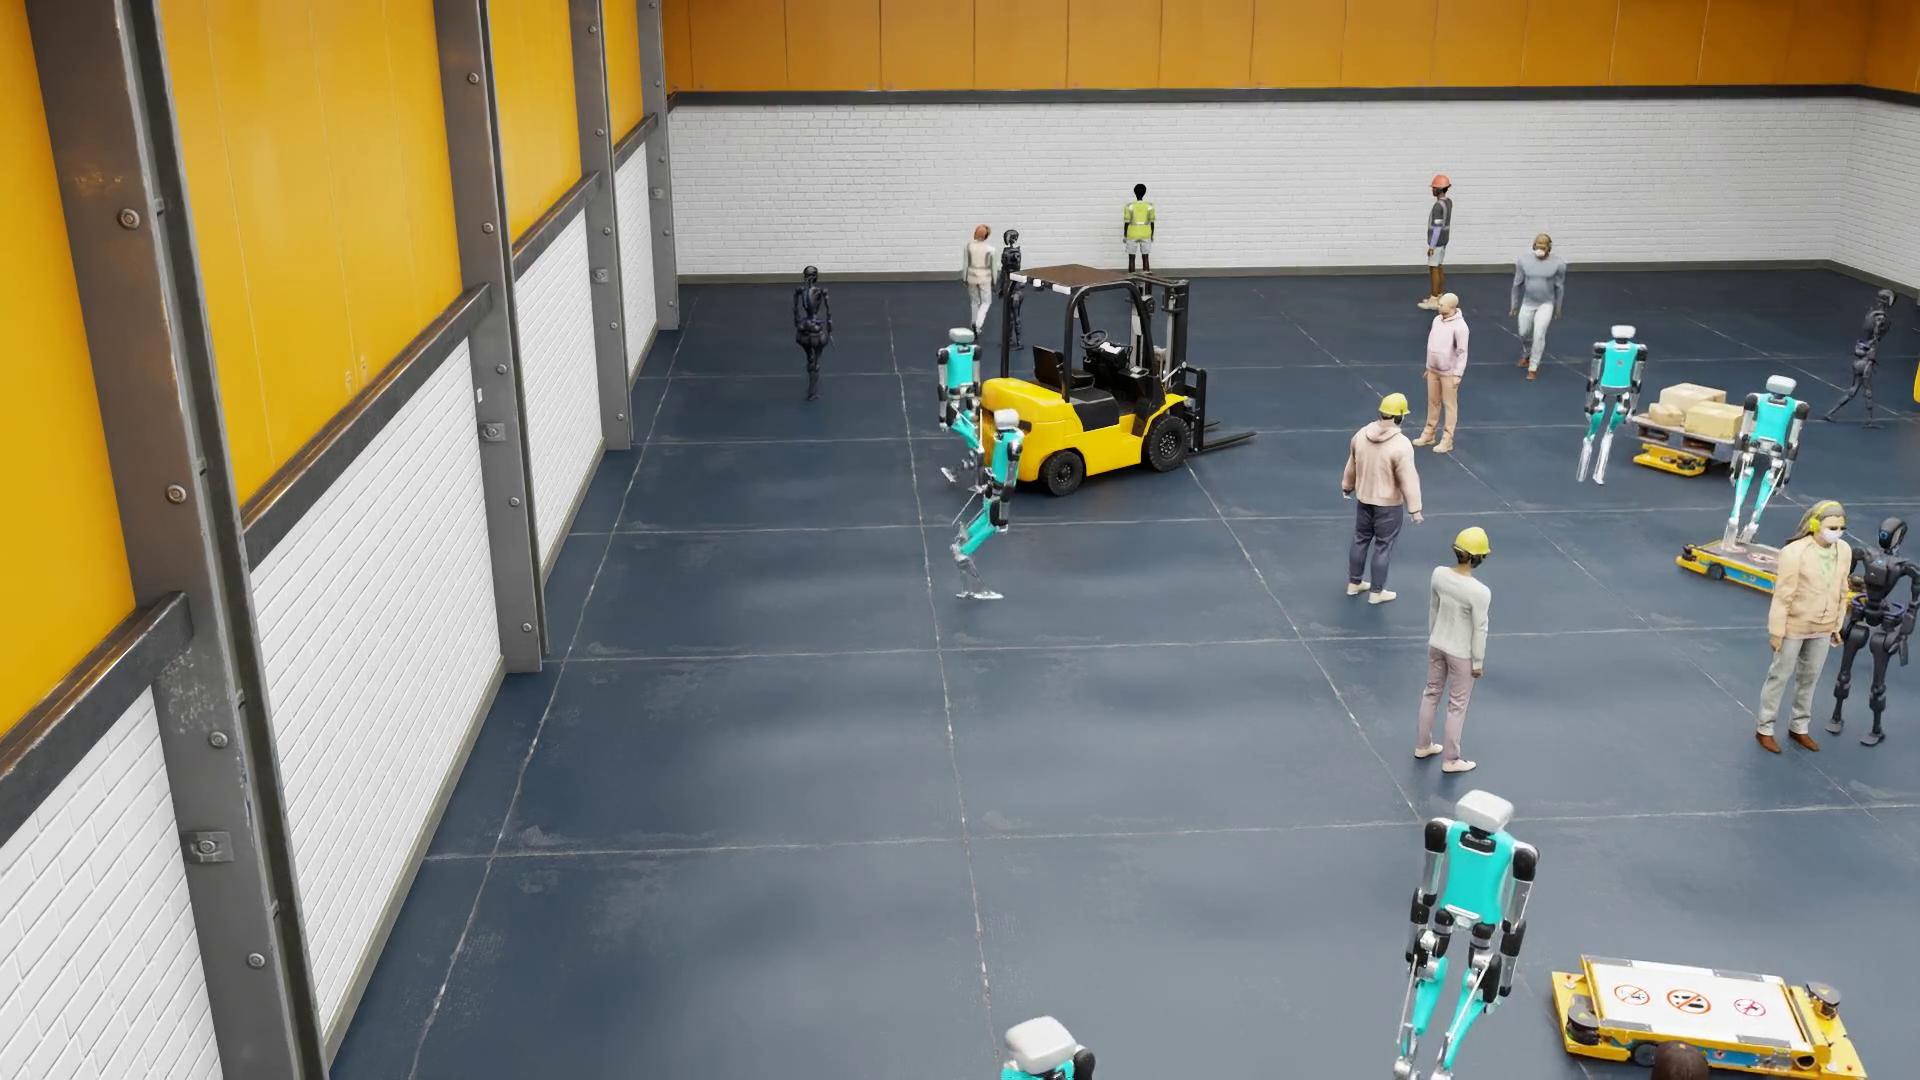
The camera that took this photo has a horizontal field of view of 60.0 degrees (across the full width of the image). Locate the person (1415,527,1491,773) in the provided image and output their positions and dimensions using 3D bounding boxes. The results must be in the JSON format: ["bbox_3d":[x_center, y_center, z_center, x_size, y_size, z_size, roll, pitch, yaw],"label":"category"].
[{"bbox_3d":[3.417,0.746,11.433,0.335,1.758,0.516,-10,23,-26],"label":"person"}]

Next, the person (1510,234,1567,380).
[{"bbox_3d":[7.533,-3.081,21.672,0.645,1.903,0.761,11,23,28],"label":"person"}]

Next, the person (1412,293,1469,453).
[{"bbox_3d":[5.411,-1.872,18.530,0.407,1.782,0.525,-11,23,-26],"label":"person"}]

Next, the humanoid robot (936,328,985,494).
[{"bbox_3d":[0.106,-1.257,16.931,0.560,1.733,1.031,-14,24,-34],"label":"humanoid robot"}]

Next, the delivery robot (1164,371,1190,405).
[{"bbox_3d":[2.408,-1.729,19.900,0.516,0.578,0.745,-19,27,-41],"label":"delivery robot"}]

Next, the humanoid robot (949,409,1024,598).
[{"bbox_3d":[0.141,-0.243,14.175,0.785,1.771,0.606,-4,21,-12],"label":"humanoid robot"}]

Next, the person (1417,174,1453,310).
[{"bbox_3d":[7.289,-4.568,25.504,0.384,2.041,0.613,11,23,28],"label":"person"}]

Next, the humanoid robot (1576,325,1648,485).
[{"bbox_3d":[6.758,-1.393,17.350,0.543,1.820,0.744,4,21,11],"label":"humanoid robot"}]

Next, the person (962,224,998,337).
[{"bbox_3d":[0.265,-3.671,23.667,0.537,1.615,0.628,7,21,19],"label":"person"}]

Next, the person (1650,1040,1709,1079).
[{"bbox_3d":[2.597,2.660,6.203,0.476,1.767,0.360,-3,20,-8],"label":"person"}]

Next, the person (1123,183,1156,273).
[{"bbox_3d":[2.897,-4.922,26.962,0.539,1.696,0.317,-2,20,-5],"label":"person"}]

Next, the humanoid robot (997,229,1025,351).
[{"bbox_3d":[0.718,-3.465,23.004,0.314,1.657,0.599,-8,22,-20],"label":"humanoid robot"}]

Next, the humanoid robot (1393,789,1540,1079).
[{"bbox_3d":[2.273,2.123,7.794,0.540,1.814,0.827,14,24,33],"label":"humanoid robot"}]

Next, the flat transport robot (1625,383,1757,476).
[{"bbox_3d":[8.117,-0.982,18.302,1.431,0.231,0.659,-15,25,-35],"label":"flat transport robot"}]

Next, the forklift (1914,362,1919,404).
[{"bbox_3d":[12.602,-2.435,19.475,2.313,2.155,1.214,-1,20,-4],"label":"forklift"}]

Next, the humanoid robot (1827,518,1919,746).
[{"bbox_3d":[6.509,0.621,11.876,0.323,1.651,0.601,-15,25,-36],"label":"humanoid robot"}]

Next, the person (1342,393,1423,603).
[{"bbox_3d":[3.599,-0.353,14.292,0.431,1.855,0.821,-15,25,-36],"label":"person"}]

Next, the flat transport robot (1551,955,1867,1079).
[{"bbox_3d":[3.904,2.525,8.747,1.431,0.231,0.659,4,21,11],"label":"flat transport robot"}]

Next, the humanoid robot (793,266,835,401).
[{"bbox_3d":[-1.807,-2.596,20.667,0.586,1.640,0.567,10,22,25],"label":"humanoid robot"}]

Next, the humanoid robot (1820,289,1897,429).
[{"bbox_3d":[10.598,-2.131,19.469,0.712,1.633,0.589,9,22,24],"label":"humanoid robot"}]

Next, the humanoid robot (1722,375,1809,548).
[{"bbox_3d":[7.195,-0.506,14.978,0.565,1.842,0.883,11,23,27],"label":"humanoid robot"}]

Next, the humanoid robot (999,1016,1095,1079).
[{"bbox_3d":[0.523,2.711,6.137,0.542,1.760,0.984,-16,26,-37],"label":"humanoid robot"}]

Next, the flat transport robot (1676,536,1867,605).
[{"bbox_3d":[7.231,0.287,14.847,0.659,0.231,1.431,-13,24,-31],"label":"flat transport robot"}]

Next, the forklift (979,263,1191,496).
[{"bbox_3d":[1.315,-1.764,17.646,2.313,2.155,1.214,-14,24,-33],"label":"forklift"}]

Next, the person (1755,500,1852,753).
[{"bbox_3d":[5.929,0.598,11.688,0.559,1.870,0.403,-4,20,-10],"label":"person"}]
